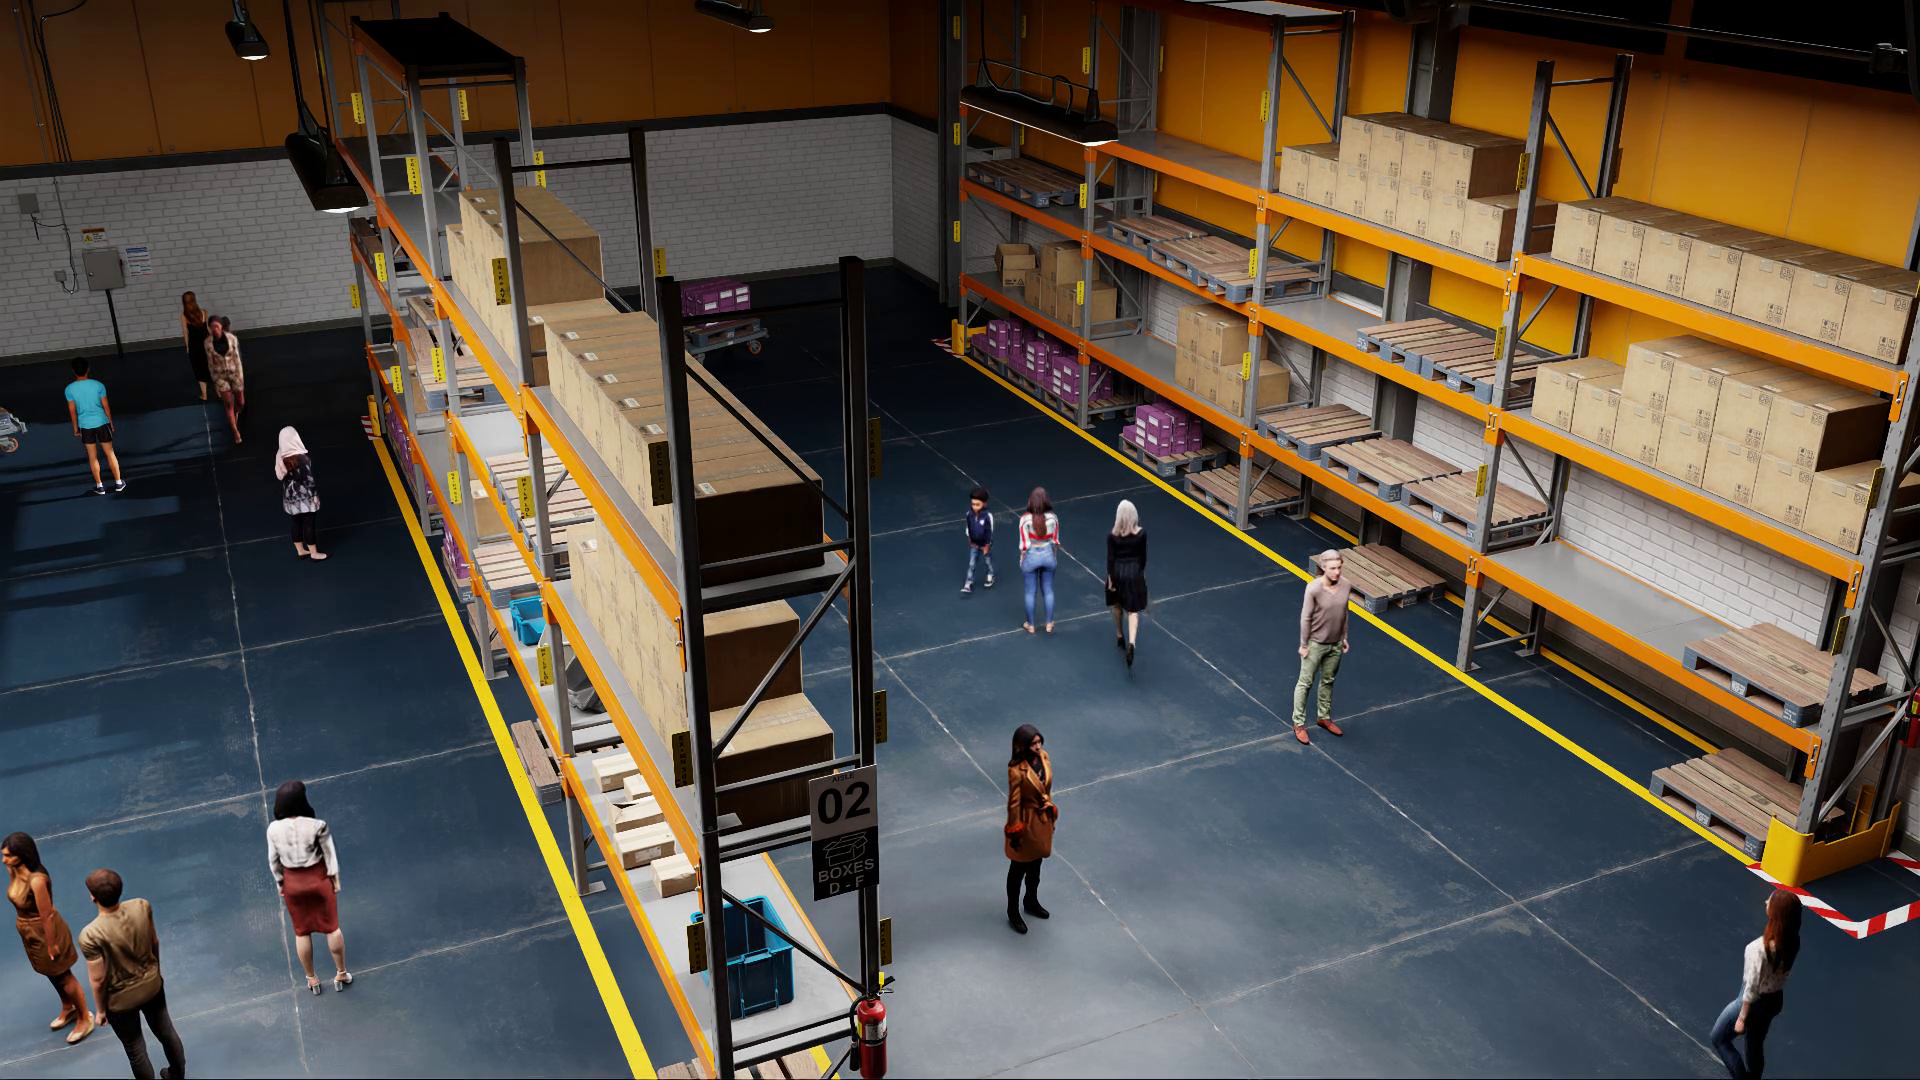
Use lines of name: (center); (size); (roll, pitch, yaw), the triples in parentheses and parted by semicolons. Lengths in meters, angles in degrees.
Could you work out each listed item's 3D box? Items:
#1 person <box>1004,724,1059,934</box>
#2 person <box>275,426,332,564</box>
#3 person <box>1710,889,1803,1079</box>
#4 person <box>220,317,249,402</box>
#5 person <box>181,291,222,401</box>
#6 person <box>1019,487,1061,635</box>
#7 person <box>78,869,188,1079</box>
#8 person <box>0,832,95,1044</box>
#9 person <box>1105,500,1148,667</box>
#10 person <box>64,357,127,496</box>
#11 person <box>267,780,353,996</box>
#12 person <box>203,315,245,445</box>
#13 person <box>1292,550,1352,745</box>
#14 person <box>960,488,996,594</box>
person: (0.526, 2.186, 12.753); (0.724, 1.720, 0.762); (21, 31, 40)
person: (-7.576, -0.527, 19.067); (0.741, 1.634, 0.812); (11, 26, 24)
person: (5.243, 3.050, 10.772); (0.642, 1.723, 0.652); (-14, 27, -29)
person: (-10.748, -2.683, 24.477); (0.484, 1.251, 0.489); (-10, 26, -22)
person: (-11.145, -2.857, 24.406); (0.587, 1.626, 0.592); (-14, 27, -29)
person: (0.824, 0.206, 17.417); (0.645, 1.612, 0.593); (-4, 24, -9)
person: (-5.403, 2.940, 10.864); (0.779, 1.851, 0.754); (12, 27, 26)
person: (-6.348, 2.742, 11.527); (0.592, 1.683, 0.698); (16, 28, 33)
person: (1.691, 0.445, 16.730); (0.921, 1.724, 1.147); (1, 24, 2)
person: (-10.930, -1.444, 20.986); (0.610, 1.776, 0.519); (-11, 26, -24)
person: (-4.693, 2.505, 11.987); (0.647, 1.750, 0.601); (-4, 24, -9)
person: (-10.031, -2.229, 22.783); (0.573, 1.776, 0.930); (-10, 26, -23)
person: (3.358, 0.947, 15.395); (0.681, 1.874, 0.586); (-9, 25, -20)
person: (0.272, -0.006, 18.433); (0.850, 1.187, 0.870); (11, 26, 23)
